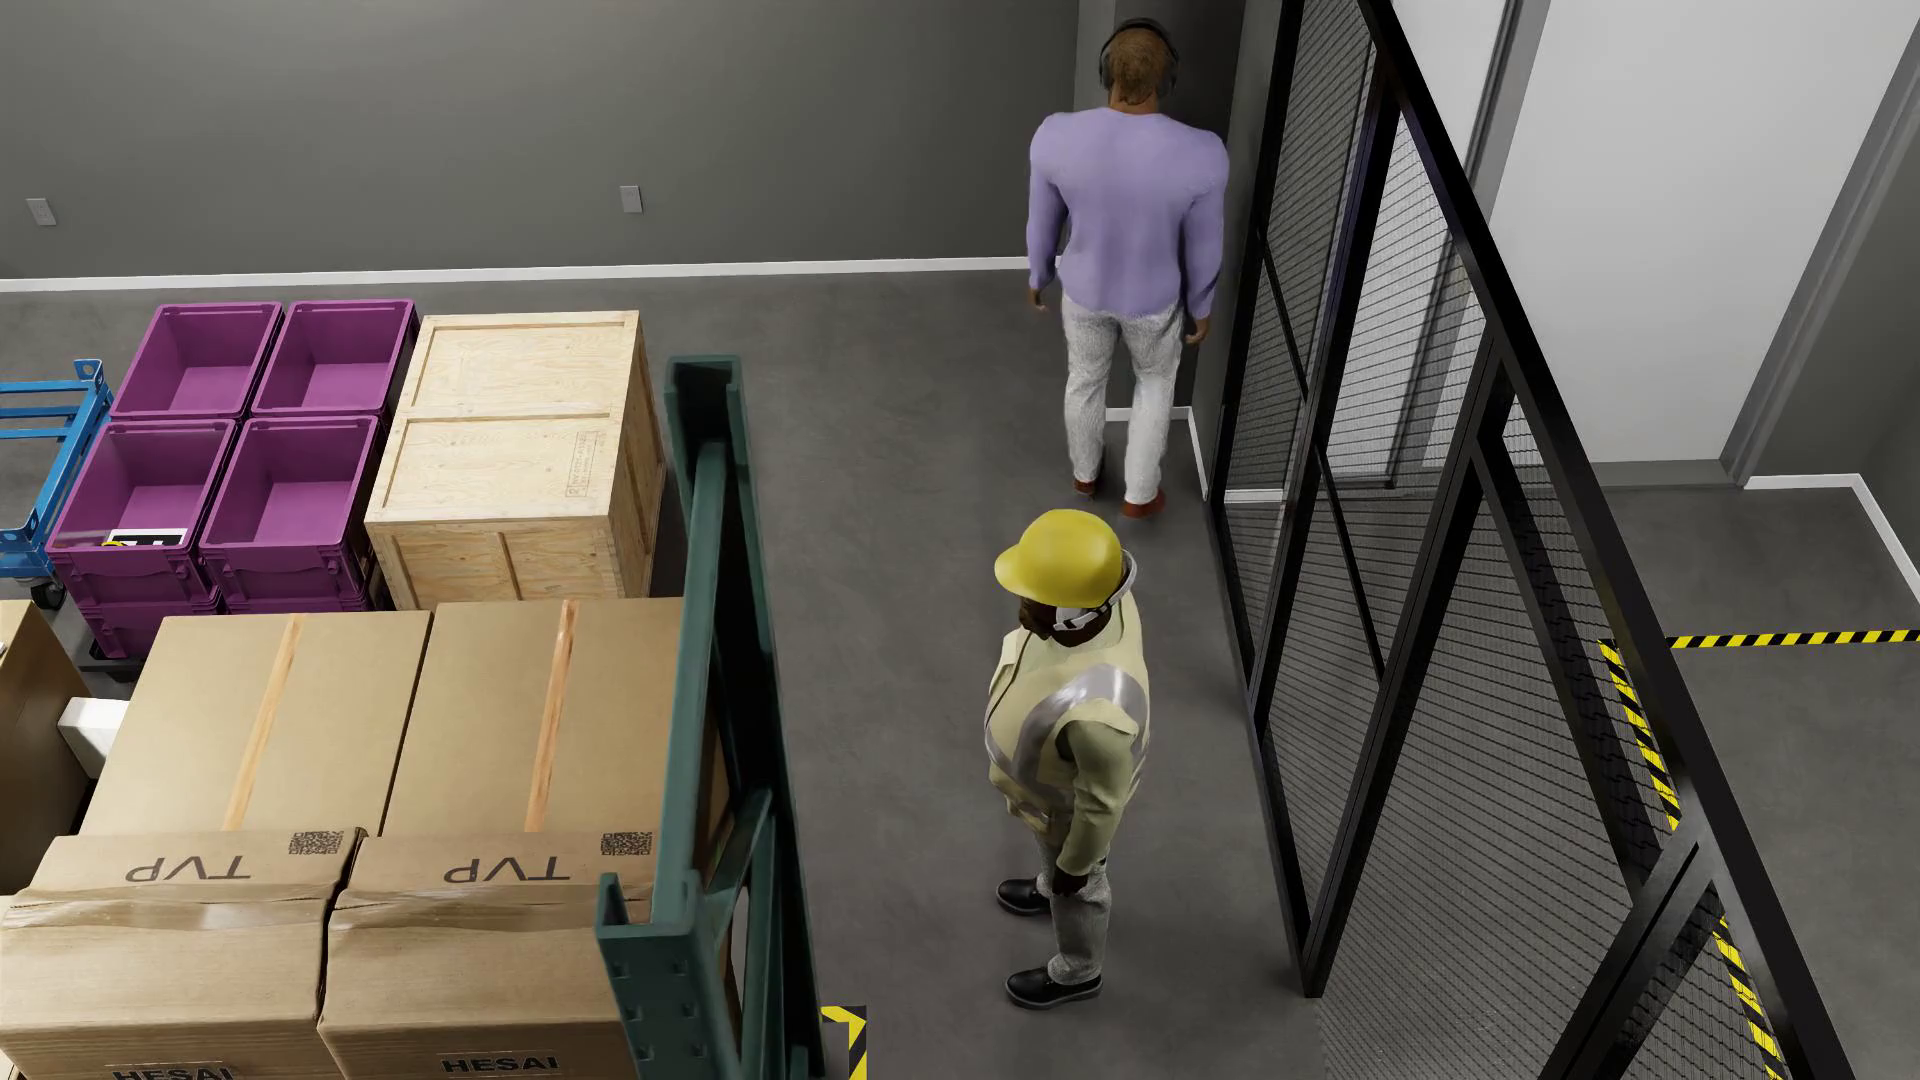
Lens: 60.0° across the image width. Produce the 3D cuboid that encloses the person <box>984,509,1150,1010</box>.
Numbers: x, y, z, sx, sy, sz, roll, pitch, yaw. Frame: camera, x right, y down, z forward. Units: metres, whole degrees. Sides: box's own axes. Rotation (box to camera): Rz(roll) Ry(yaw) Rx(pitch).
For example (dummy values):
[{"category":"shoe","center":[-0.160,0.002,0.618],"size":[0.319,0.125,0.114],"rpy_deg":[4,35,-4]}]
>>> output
[{"category":"person","center":[0.261,0.591,4.265],"size":[0.403,1.830,0.600],"rpy_deg":[-2,46,-2]}]

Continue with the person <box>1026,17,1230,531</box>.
[{"category":"person","center":[0.536,-0.853,5.572],"size":[0.654,1.935,0.402],"rpy_deg":[10,47,9]}]
